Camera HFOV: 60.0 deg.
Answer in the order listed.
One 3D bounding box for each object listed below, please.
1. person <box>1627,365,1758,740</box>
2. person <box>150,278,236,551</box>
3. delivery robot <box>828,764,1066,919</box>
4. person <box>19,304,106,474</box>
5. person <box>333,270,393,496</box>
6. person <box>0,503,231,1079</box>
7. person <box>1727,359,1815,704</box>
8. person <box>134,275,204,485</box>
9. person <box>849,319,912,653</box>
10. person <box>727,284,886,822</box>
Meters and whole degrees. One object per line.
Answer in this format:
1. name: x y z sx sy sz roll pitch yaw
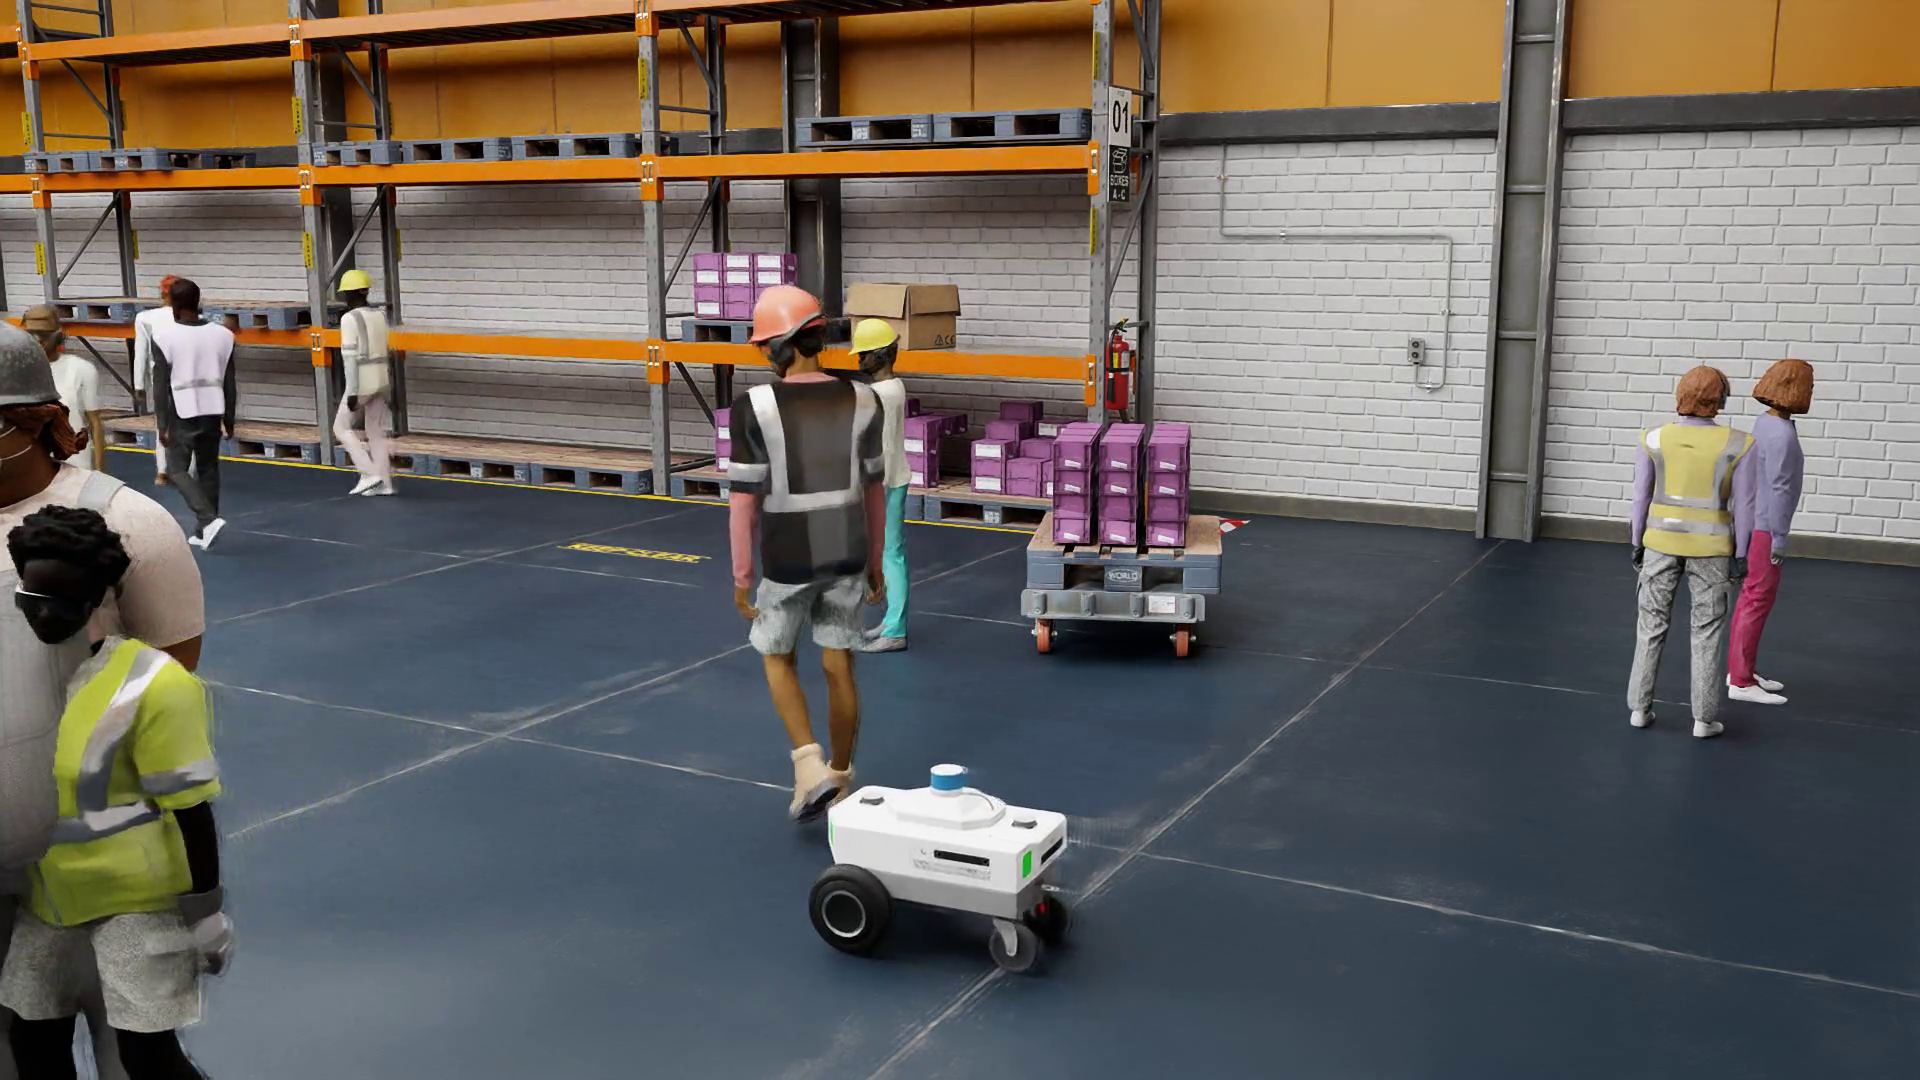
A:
1. person: 3.191 0.057 7.294 0.517 1.632 0.314 8 13 36
2. person: -5.296 -0.857 11.548 0.626 1.909 0.599 8 13 37
3. delivery robot: -0.039 0.939 5.145 0.707 0.478 0.477 5 11 23
4. person: -5.064 -0.415 9.361 0.509 1.827 0.710 -3 11 -17
5. person: -5.009 -1.298 13.938 0.460 1.907 0.614 3 11 15
6. person: -1.789 0.734 3.467 0.599 1.673 0.360 3 11 18
7. person: 3.827 -0.043 7.853 0.280 1.624 0.493 3 11 16
8. person: -6.814 -1.364 14.479 0.623 1.848 0.717 -2 11 -12
9. person: -0.418 -0.284 8.795 0.323 1.764 0.524 0 10 2
10. person: -0.543 0.076 6.136 0.630 2.019 0.516 -4 11 -23
